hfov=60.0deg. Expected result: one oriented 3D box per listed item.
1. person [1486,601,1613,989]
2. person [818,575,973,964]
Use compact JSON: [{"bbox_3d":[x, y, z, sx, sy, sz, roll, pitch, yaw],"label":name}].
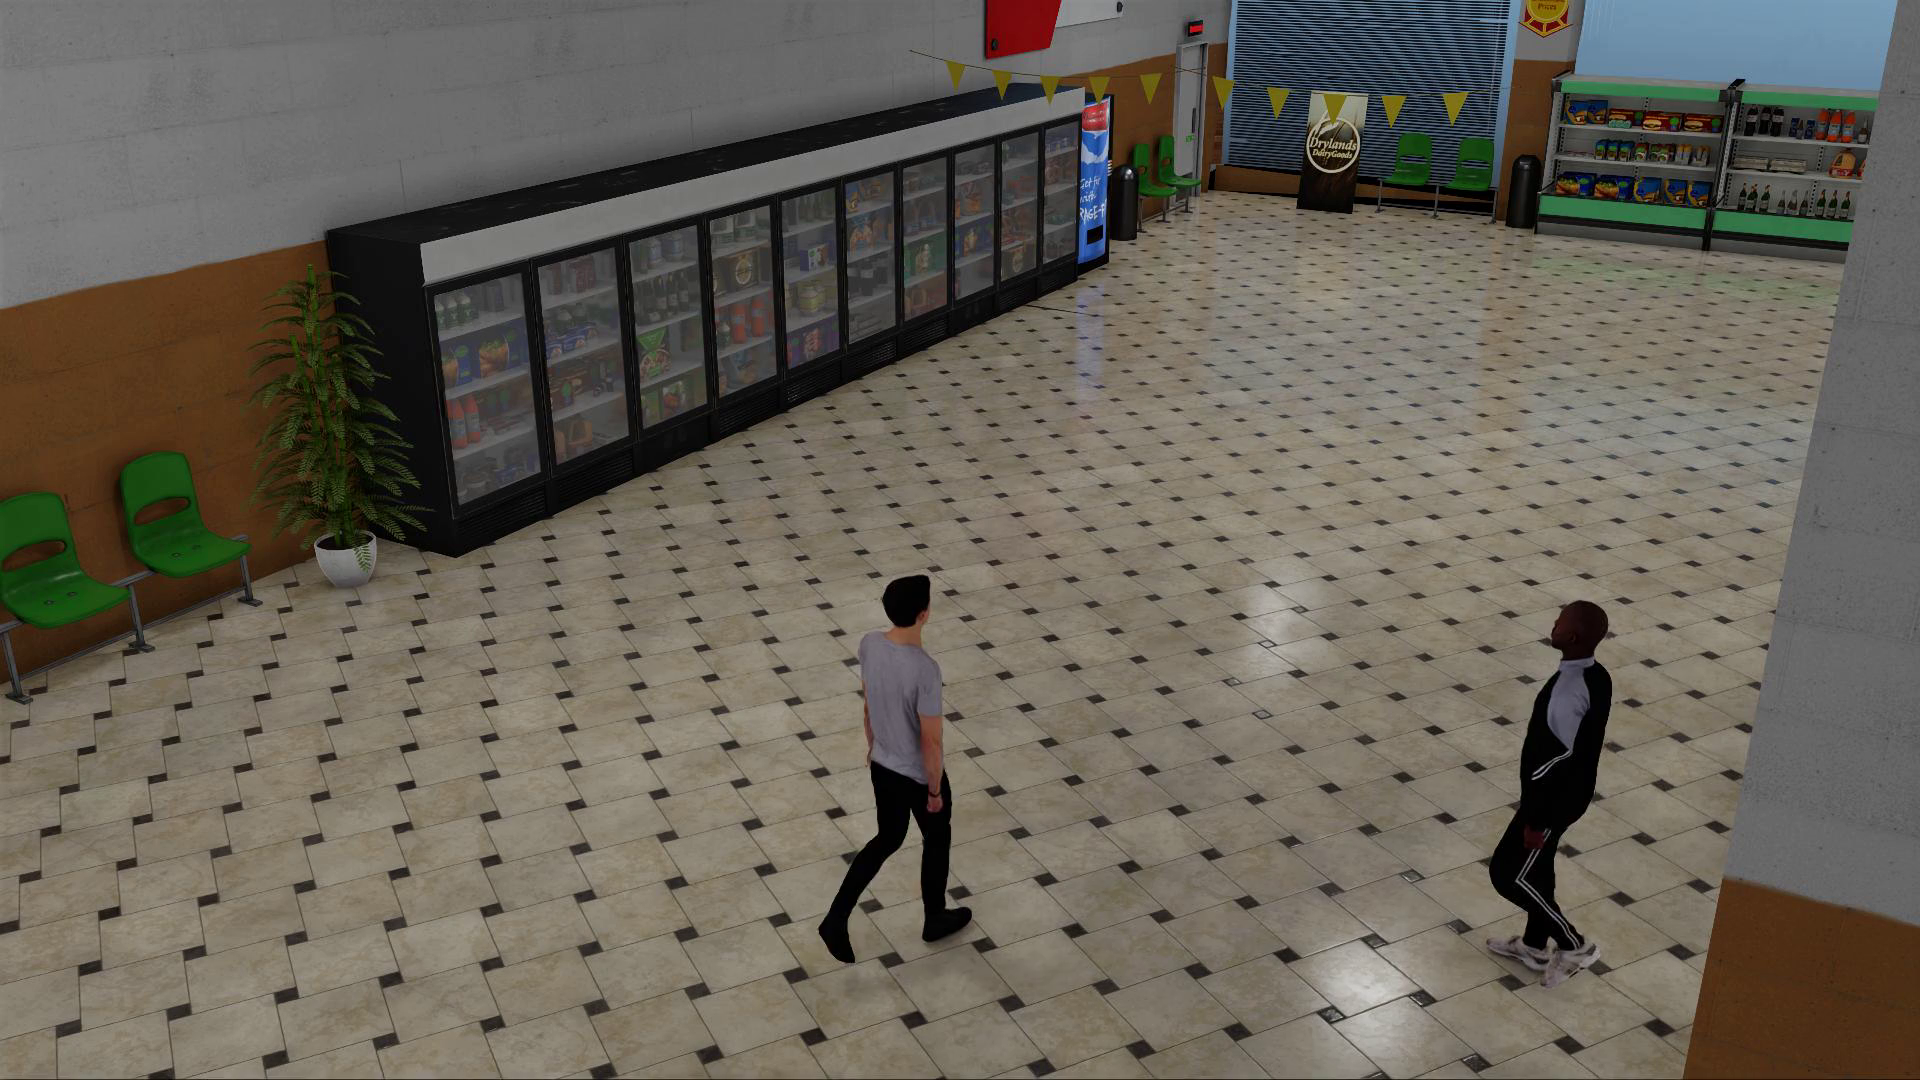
[{"bbox_3d":[2.642,1.132,7.170,0.785,1.812,0.716,15,27,34],"label":"person"},{"bbox_3d":[-0.305,1.048,7.340,0.931,1.840,1.088,-20,29,-40],"label":"person"}]
